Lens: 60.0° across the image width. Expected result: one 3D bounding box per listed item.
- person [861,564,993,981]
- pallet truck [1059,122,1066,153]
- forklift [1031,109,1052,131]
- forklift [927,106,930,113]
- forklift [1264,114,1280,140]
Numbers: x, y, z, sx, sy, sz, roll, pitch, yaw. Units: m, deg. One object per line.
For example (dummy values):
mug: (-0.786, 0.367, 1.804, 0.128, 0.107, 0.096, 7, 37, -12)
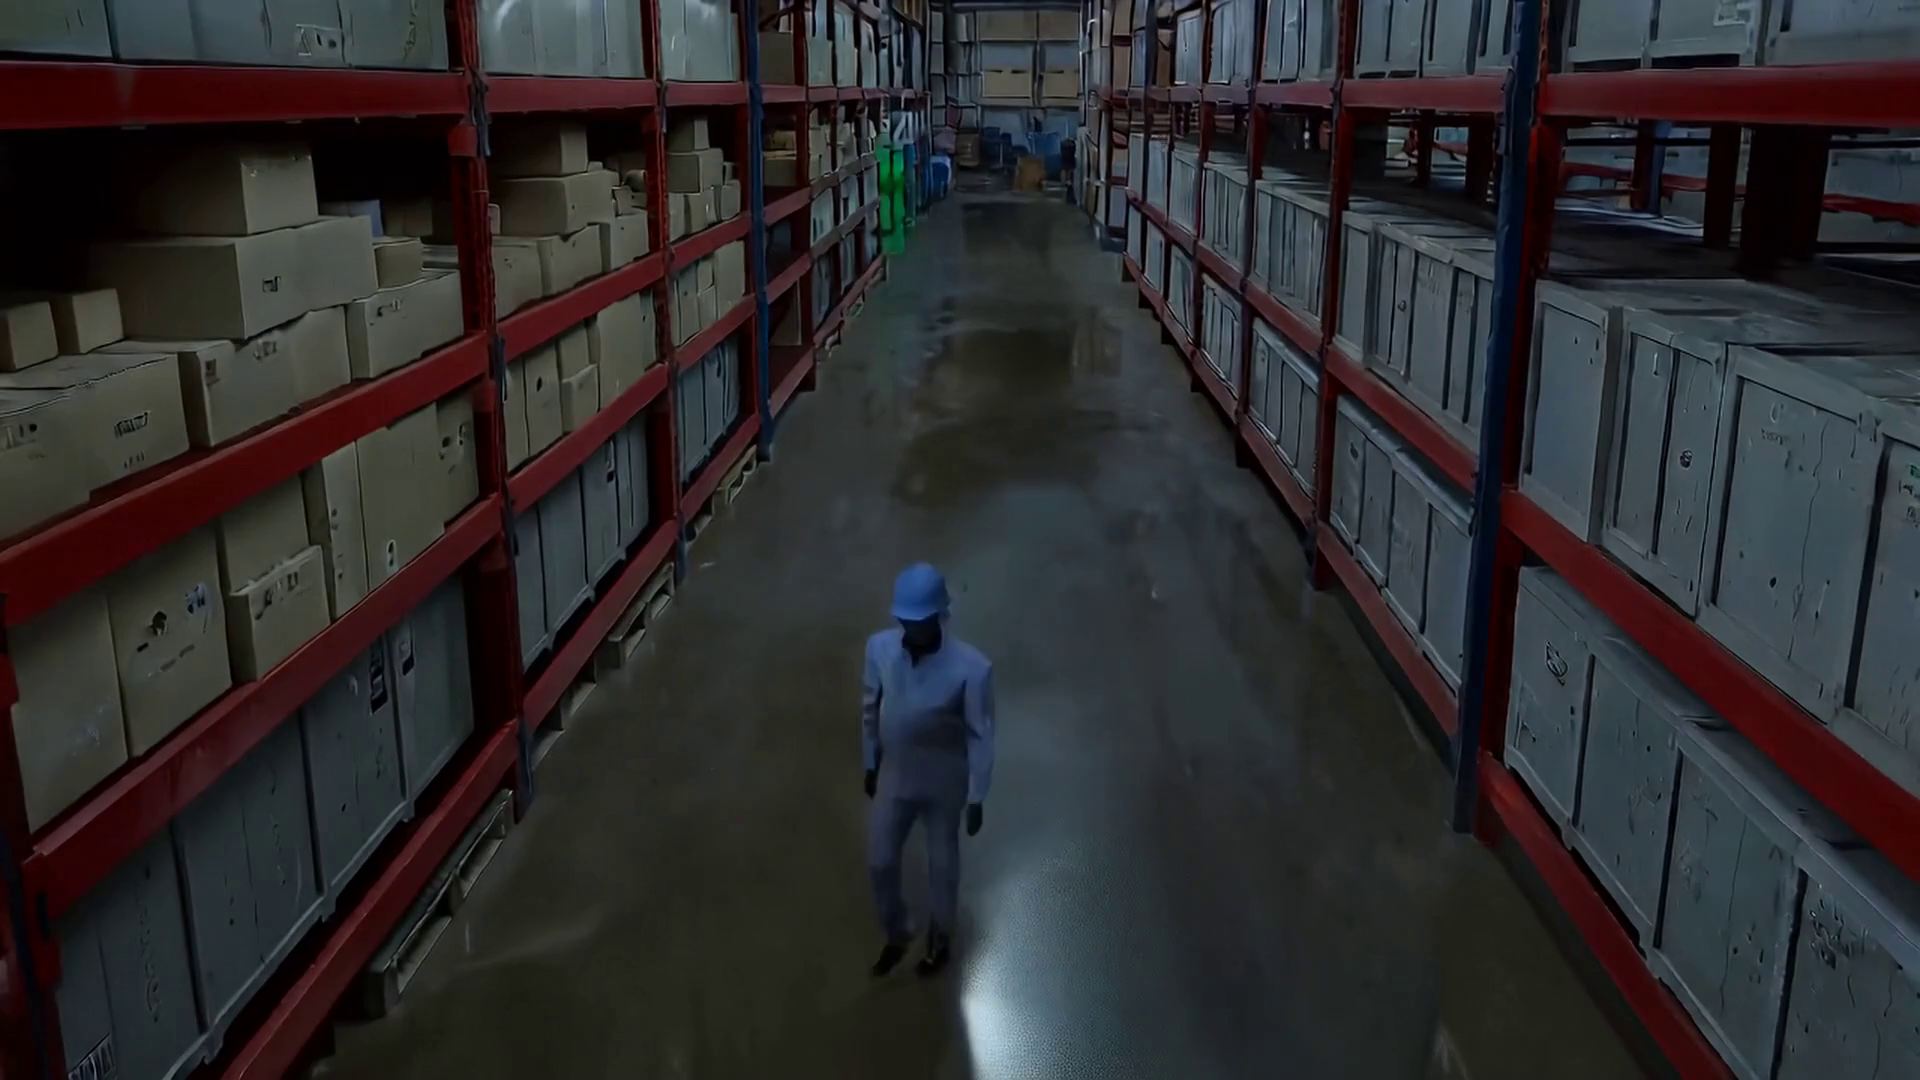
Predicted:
person: (-0.159, 0.930, 6.489, 0.602, 1.730, 0.518, 7, 16, 24)
pallet truck: (5.788, -21.111, 88.014, 1.885, 1.965, 0.823, 5, 16, 18)
forklift: (3.425, -16.734, 70.052, 1.129, 2.768, 1.873, 0, 15, 2)
forklift: (-2.001, -20.667, 84.687, 1.129, 2.768, 1.873, 0, 15, 2)
forklift: (11.028, -14.013, 59.928, 1.129, 2.768, 1.873, 0, 15, 2)
